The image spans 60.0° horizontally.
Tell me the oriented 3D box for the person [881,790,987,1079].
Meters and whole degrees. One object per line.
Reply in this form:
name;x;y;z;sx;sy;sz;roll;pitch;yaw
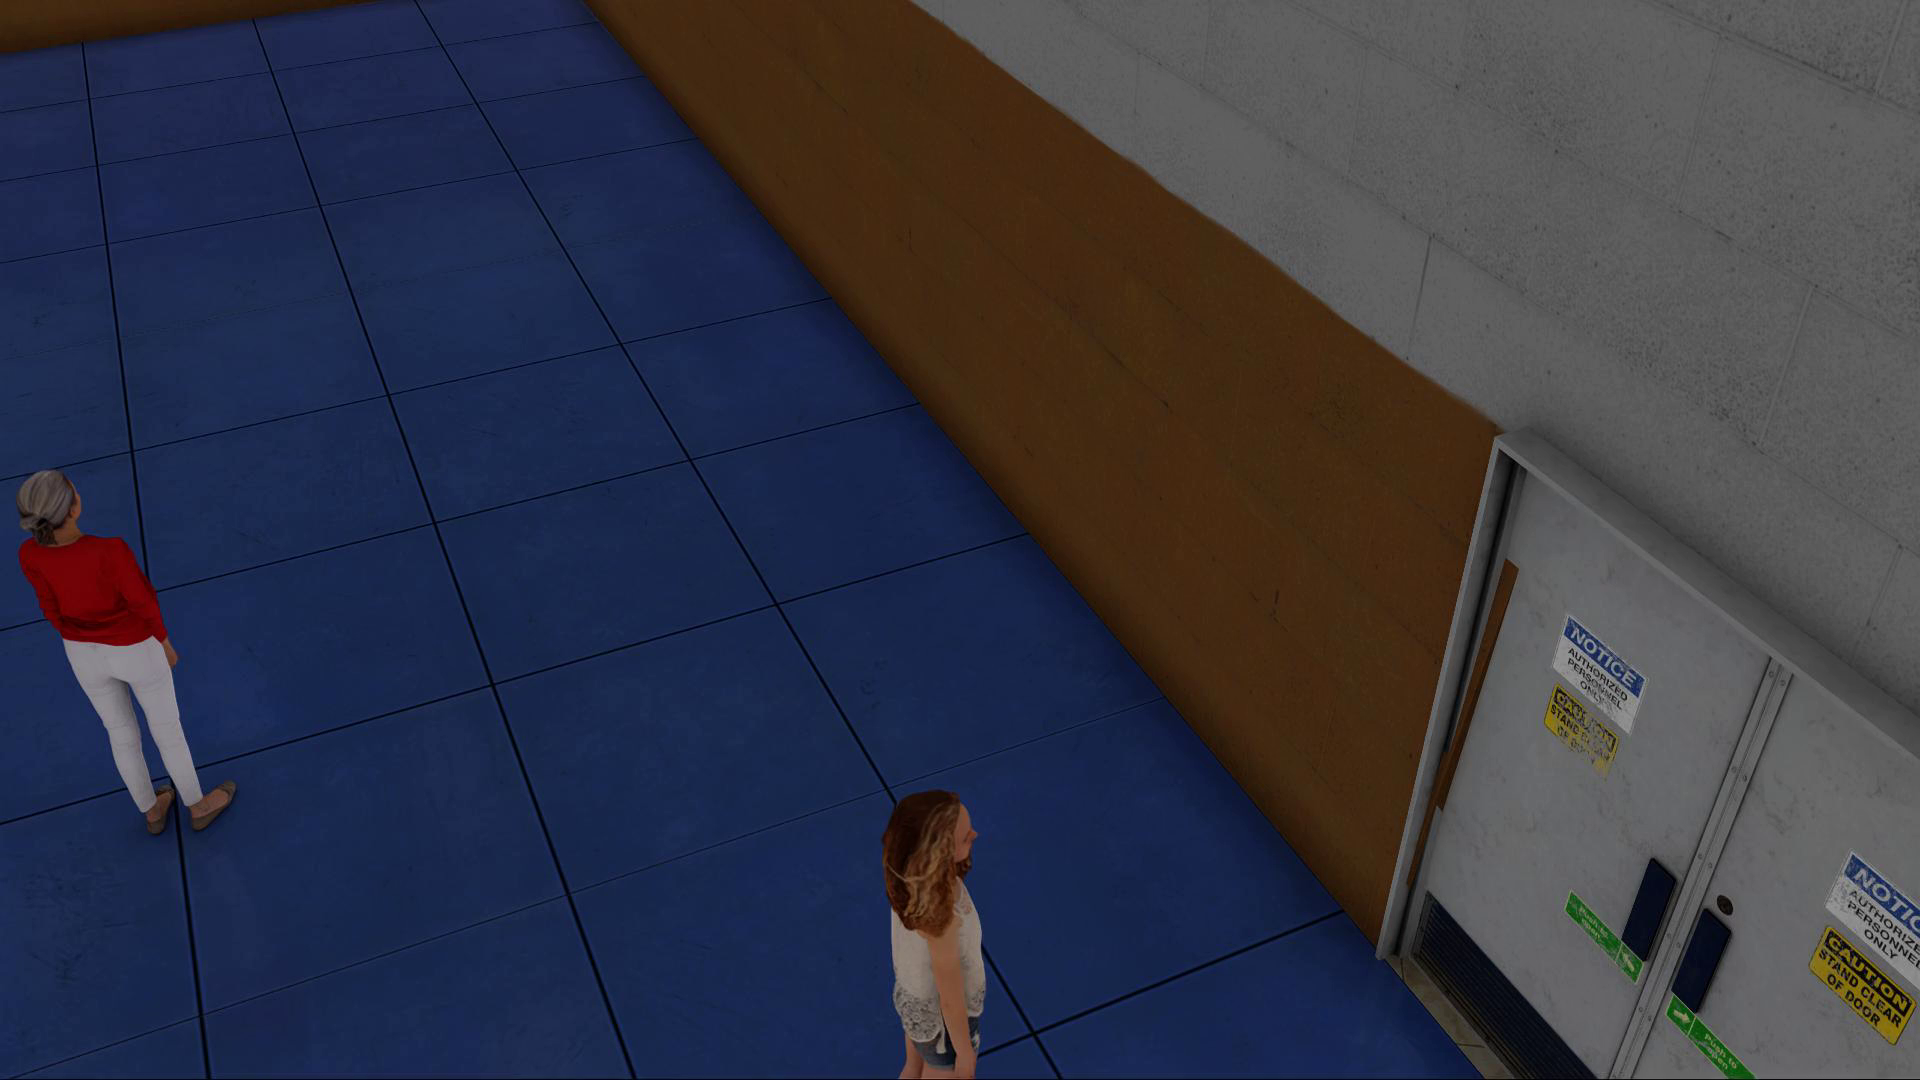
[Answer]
person;-0.087;1.394;4.898;0.562;1.759;0.605;-9;38;-11

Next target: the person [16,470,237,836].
person;-3.152;0.439;6.226;0.597;1.693;0.691;-1;37;-1
